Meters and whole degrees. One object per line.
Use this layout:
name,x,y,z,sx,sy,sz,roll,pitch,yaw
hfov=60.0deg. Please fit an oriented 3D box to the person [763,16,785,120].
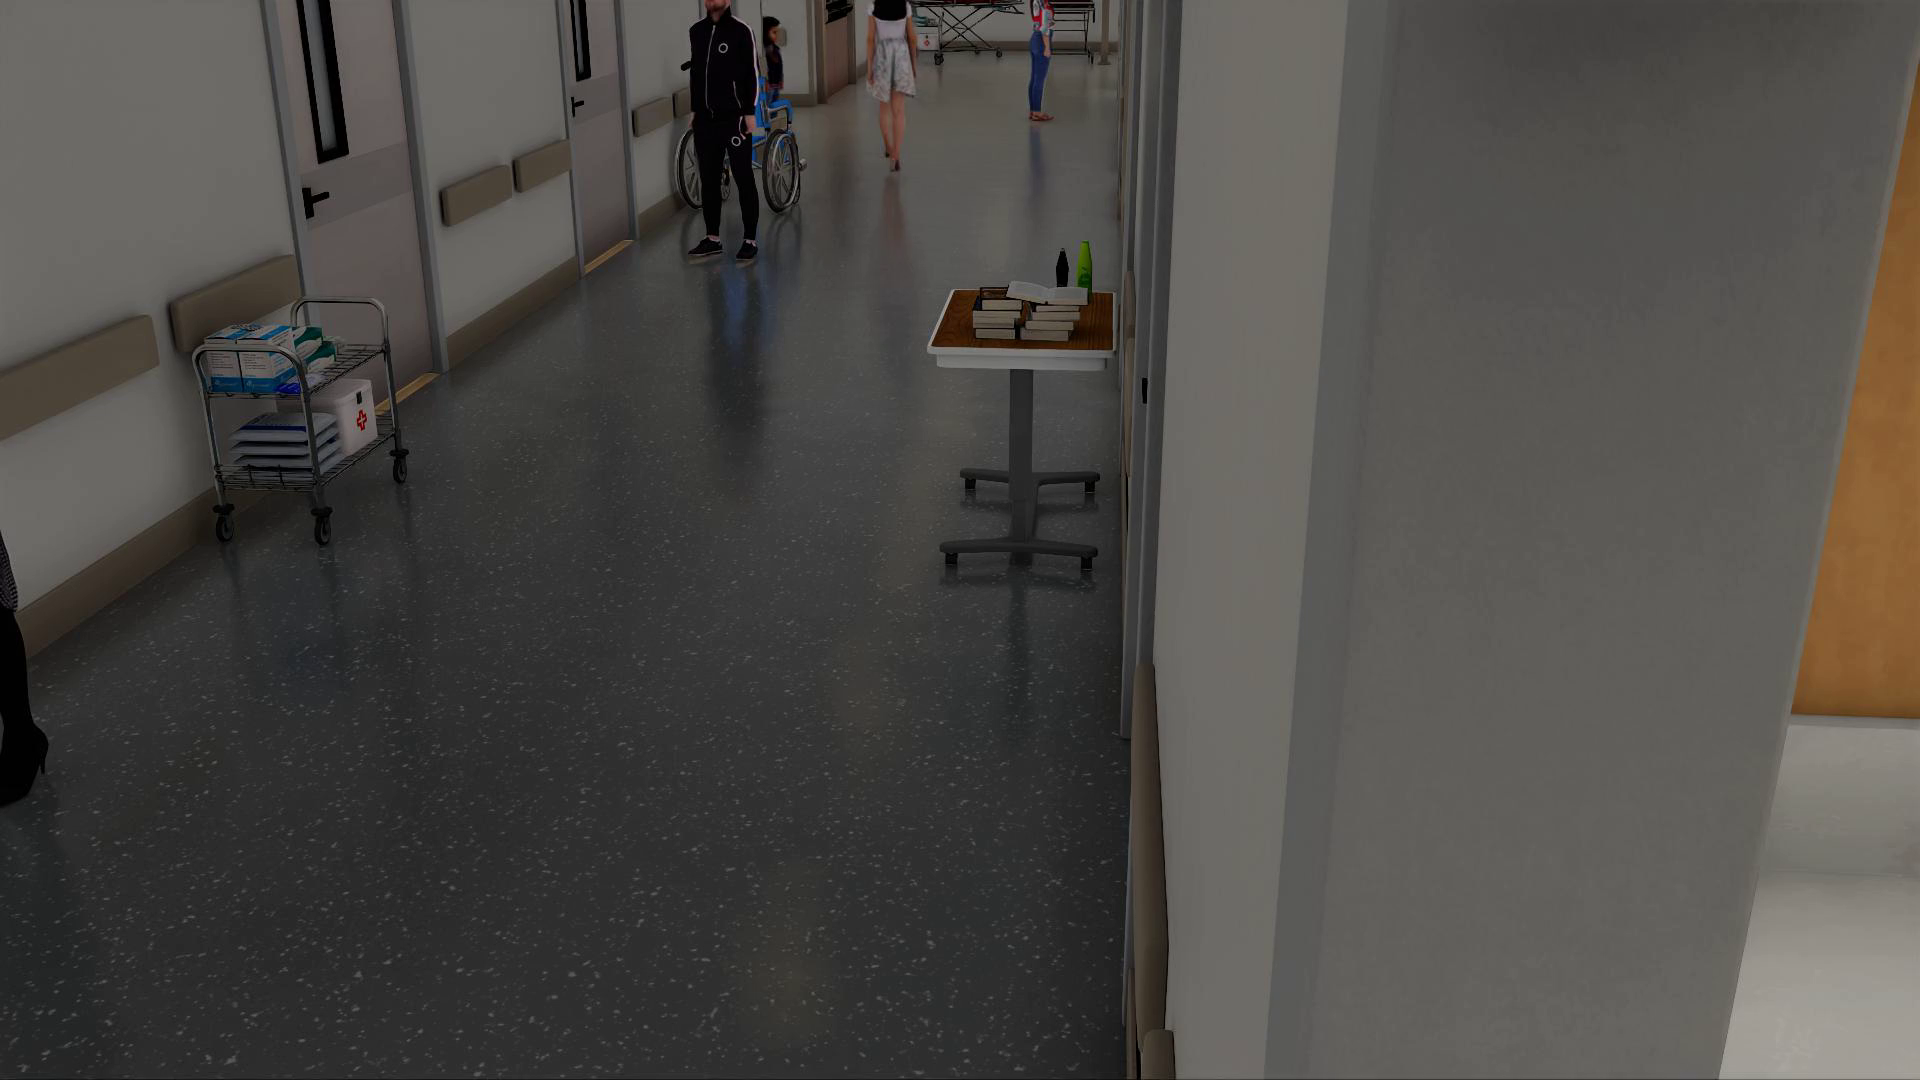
person,-1.954,-4.737,17.063,0.646,1.224,0.530,9,23,23

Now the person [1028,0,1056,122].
person,0.898,-5.559,18.683,0.680,1.614,0.503,-2,21,-6

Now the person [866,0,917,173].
person,-0.583,-4.056,14.581,0.721,1.708,1.261,-1,21,-3

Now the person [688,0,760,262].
person,-1.573,-2.809,11.106,0.743,1.837,0.703,9,23,23
